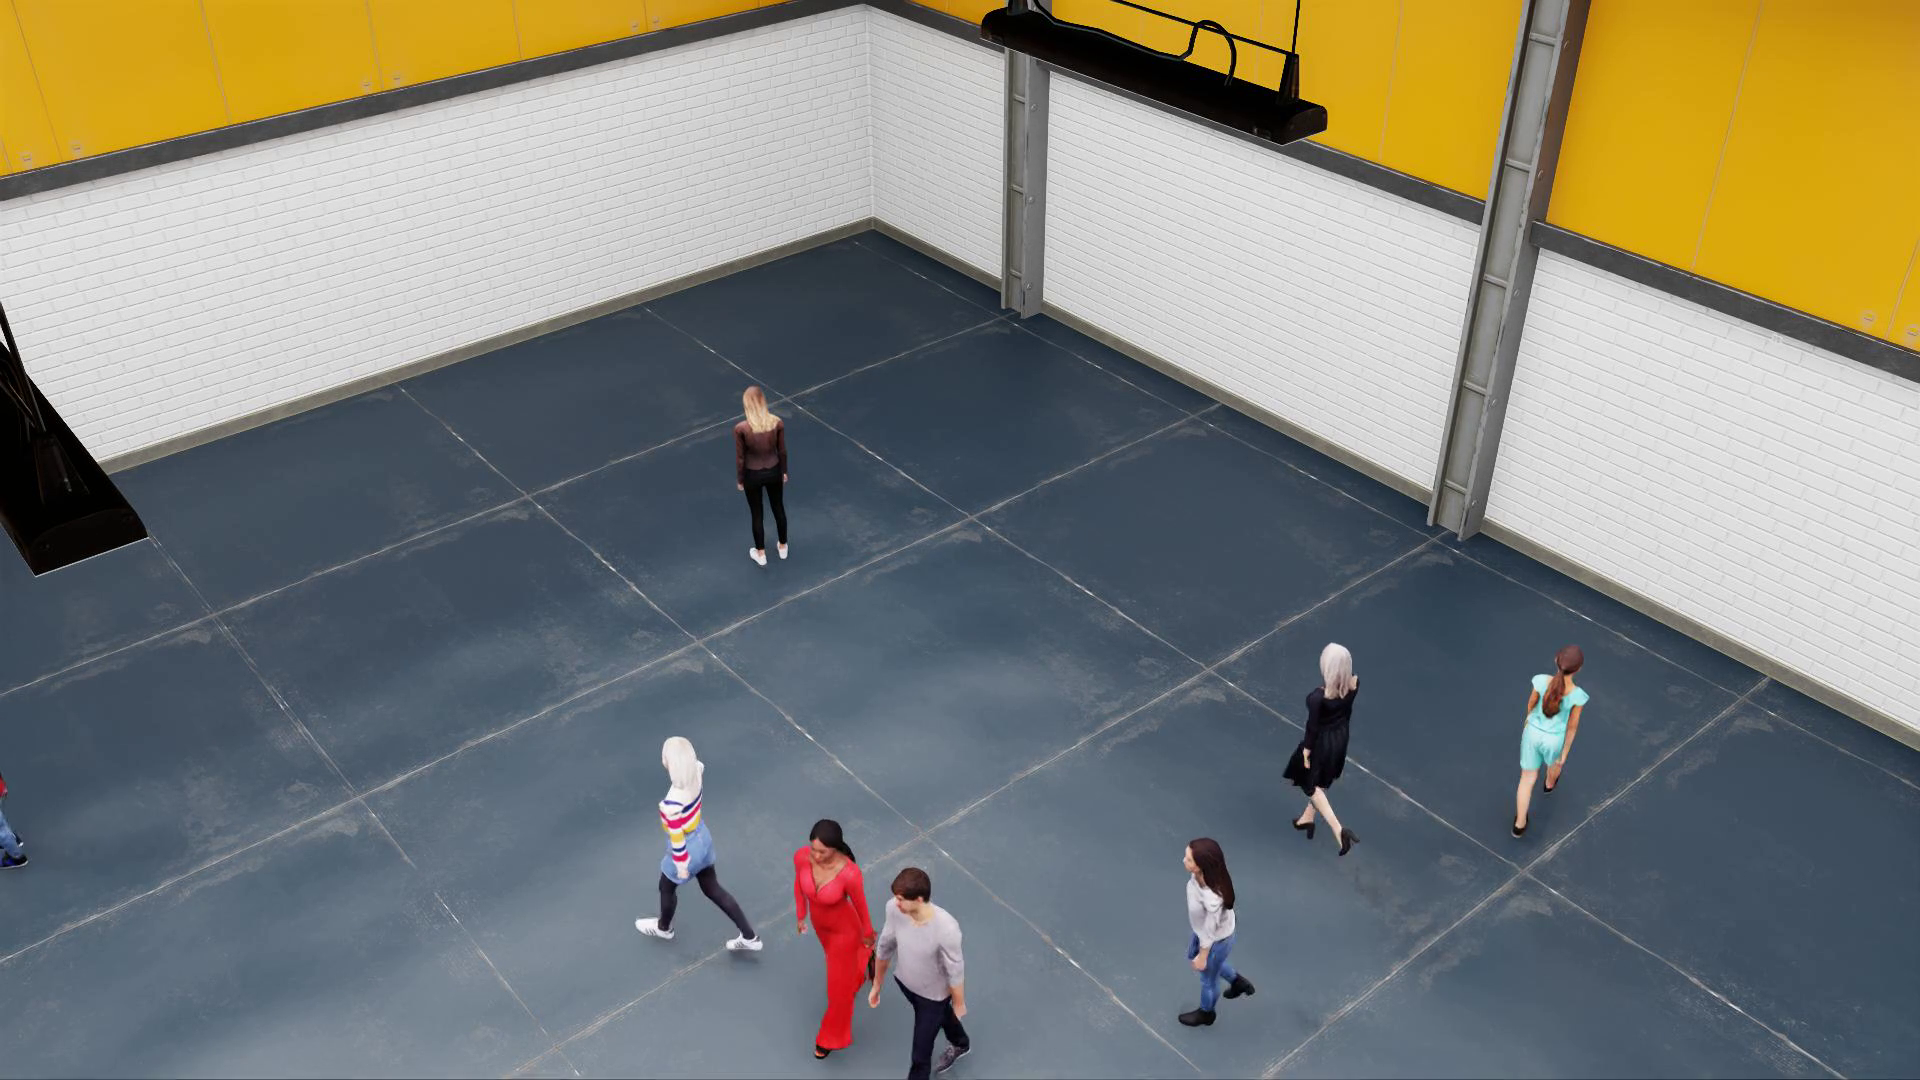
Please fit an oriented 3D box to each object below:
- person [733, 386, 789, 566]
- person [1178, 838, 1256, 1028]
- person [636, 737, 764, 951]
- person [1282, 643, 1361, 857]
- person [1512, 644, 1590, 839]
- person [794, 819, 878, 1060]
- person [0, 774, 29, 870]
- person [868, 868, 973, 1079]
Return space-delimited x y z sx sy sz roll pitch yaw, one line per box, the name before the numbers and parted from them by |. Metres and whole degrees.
person | -1.723 -0.561 14.507 0.661 1.702 0.604 -13 36 -19
person | 1.621 2.407 10.122 0.912 1.614 0.869 1 34 1
person | -1.646 1.988 10.612 1.250 1.770 1.056 11 35 16
person | 2.556 1.475 11.418 0.666 1.731 0.924 -20 38 -27
person | 4.089 1.435 11.670 1.024 1.519 0.855 17 37 23
person | -0.707 2.304 10.148 1.111 1.757 0.944 17 37 24
person | -6.645 1.753 11.438 0.642 1.247 0.562 -3 34 -4
person | -0.135 2.554 9.741 1.134 1.792 0.833 27 42 34
